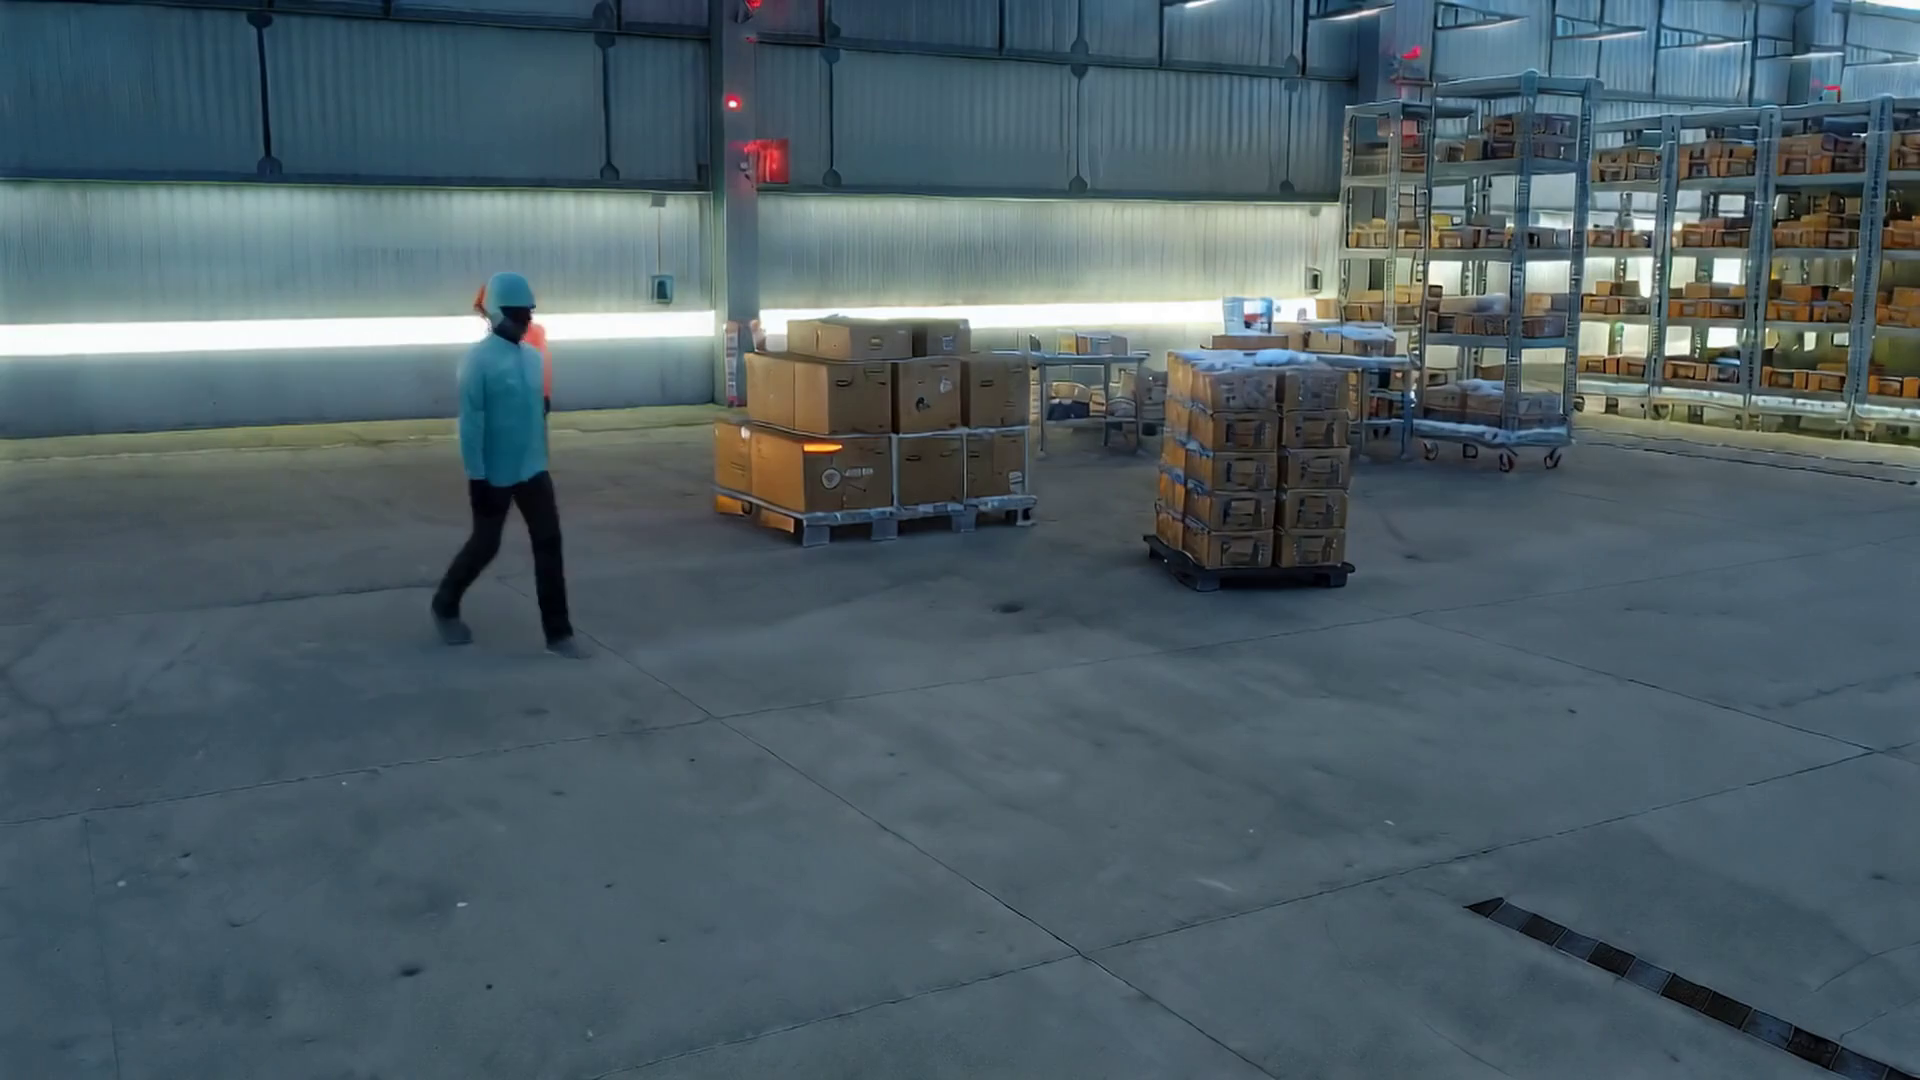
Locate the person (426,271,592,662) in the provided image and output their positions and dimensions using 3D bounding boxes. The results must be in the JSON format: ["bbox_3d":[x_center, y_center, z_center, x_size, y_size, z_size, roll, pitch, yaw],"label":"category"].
[{"bbox_3d":[-2.334,-0.373,8.412,0.962,1.967,0.620,6,12,31],"label":"person"}]

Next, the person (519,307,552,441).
[{"bbox_3d":[-3.701,-1.258,14.003,0.594,1.742,0.478,4,11,24],"label":"person"}]
